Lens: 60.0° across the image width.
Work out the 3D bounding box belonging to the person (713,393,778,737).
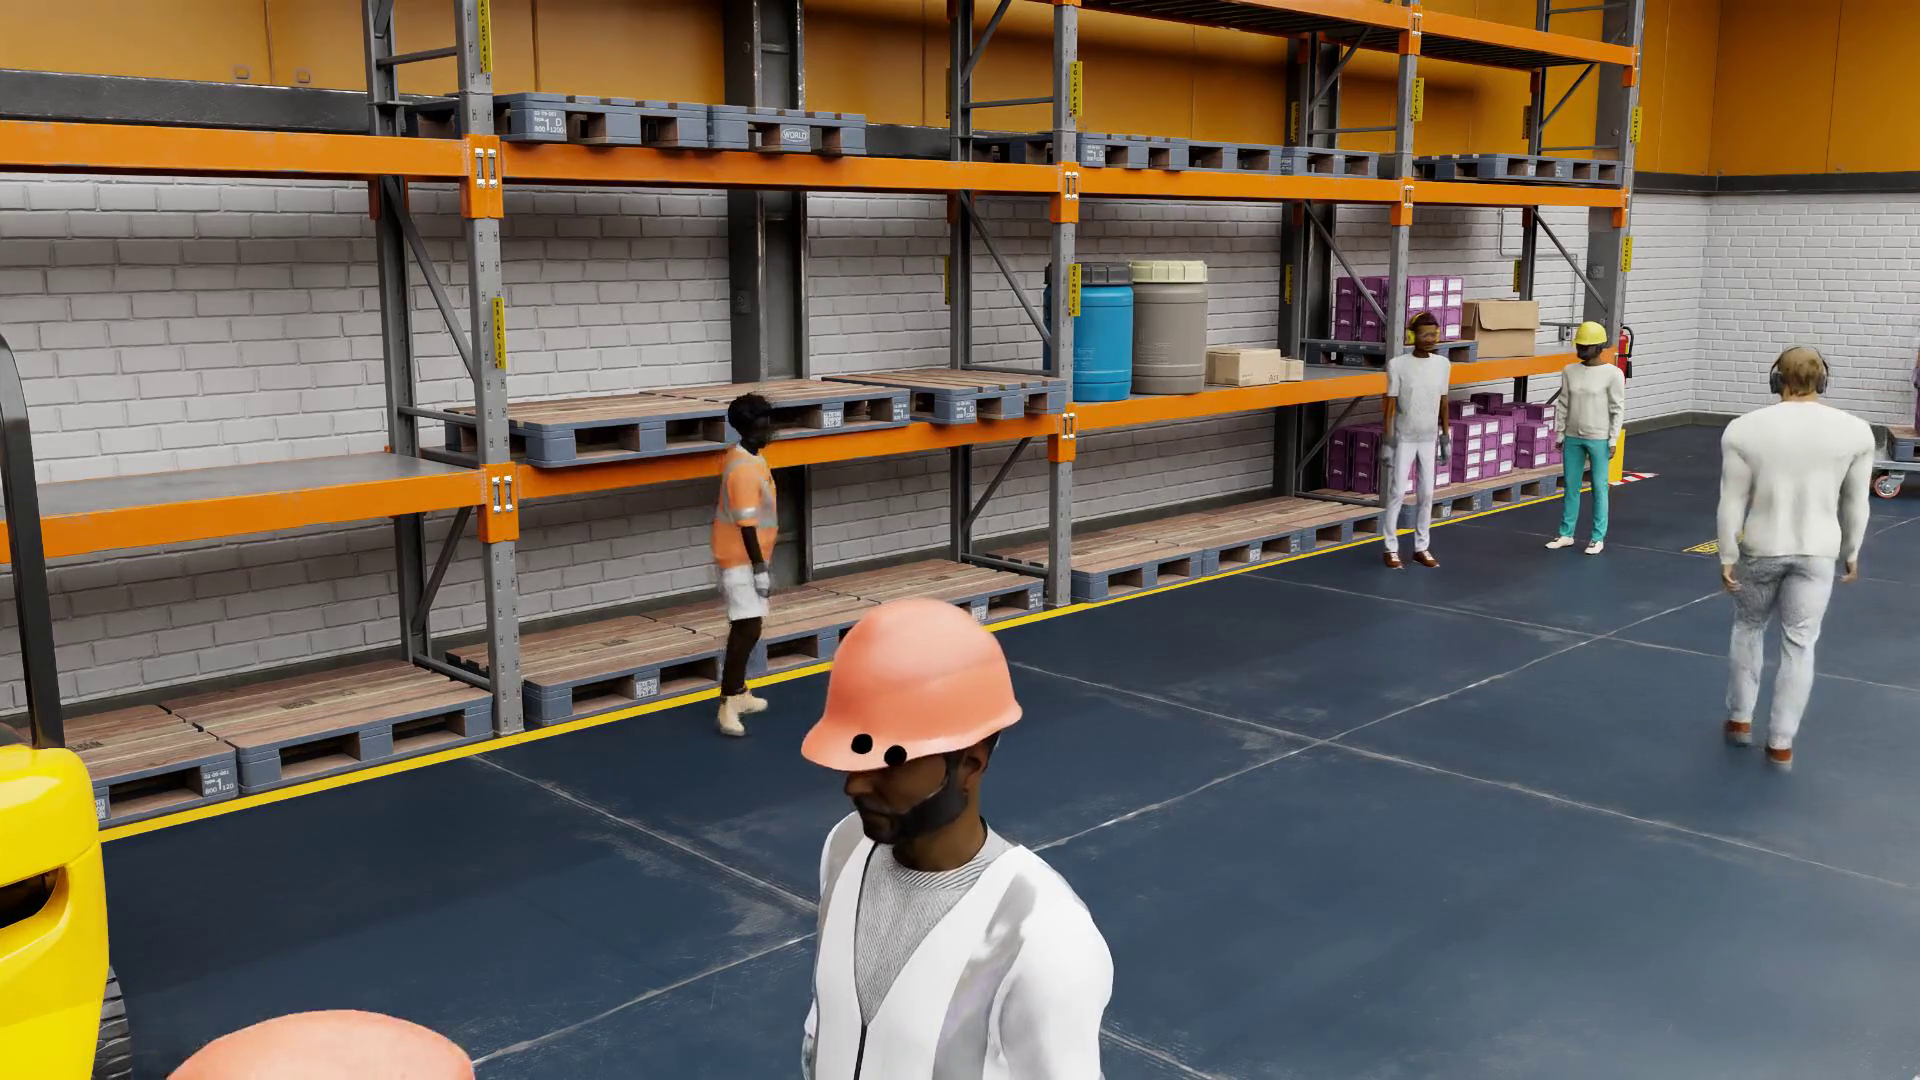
[{"bbox_3d":[-1.043,0.107,8.095,0.320,1.664,0.621,-1,10,-7],"label":"person"}]

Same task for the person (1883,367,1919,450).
[{"bbox_3d":[9.607,-1.545,16.512,0.891,1.894,0.678,5,12,25],"label":"person"}]

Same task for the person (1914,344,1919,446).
[{"bbox_3d":[10.958,-1.811,18.613,0.511,1.641,0.308,1,10,4],"label":"person"}]

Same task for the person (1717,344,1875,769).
[{"bbox_3d":[3.822,0.060,7.684,0.634,1.913,0.753,5,11,24],"label":"person"}]

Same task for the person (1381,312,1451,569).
[{"bbox_3d":[3.307,-0.714,12.043,0.527,1.860,0.321,-2,11,-12],"label":"person"}]

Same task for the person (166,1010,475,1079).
[{"bbox_3d":[-0.638,1.266,1.170,0.734,1.885,0.454,-10,15,-44],"label":"person"}]

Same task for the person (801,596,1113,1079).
[{"bbox_3d":[-0.052,1.024,2.346,0.358,1.937,0.544,-10,14,-42],"label":"person"}]

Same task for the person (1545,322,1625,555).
[{"bbox_3d":[4.749,-0.769,12.604,0.337,1.761,0.526,-8,13,-37],"label":"person"}]

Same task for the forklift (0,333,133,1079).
[{"bbox_3d":[-3.289,0.485,4.582,1.214,2.155,2.313,-10,14,-44],"label":"forklift"}]
